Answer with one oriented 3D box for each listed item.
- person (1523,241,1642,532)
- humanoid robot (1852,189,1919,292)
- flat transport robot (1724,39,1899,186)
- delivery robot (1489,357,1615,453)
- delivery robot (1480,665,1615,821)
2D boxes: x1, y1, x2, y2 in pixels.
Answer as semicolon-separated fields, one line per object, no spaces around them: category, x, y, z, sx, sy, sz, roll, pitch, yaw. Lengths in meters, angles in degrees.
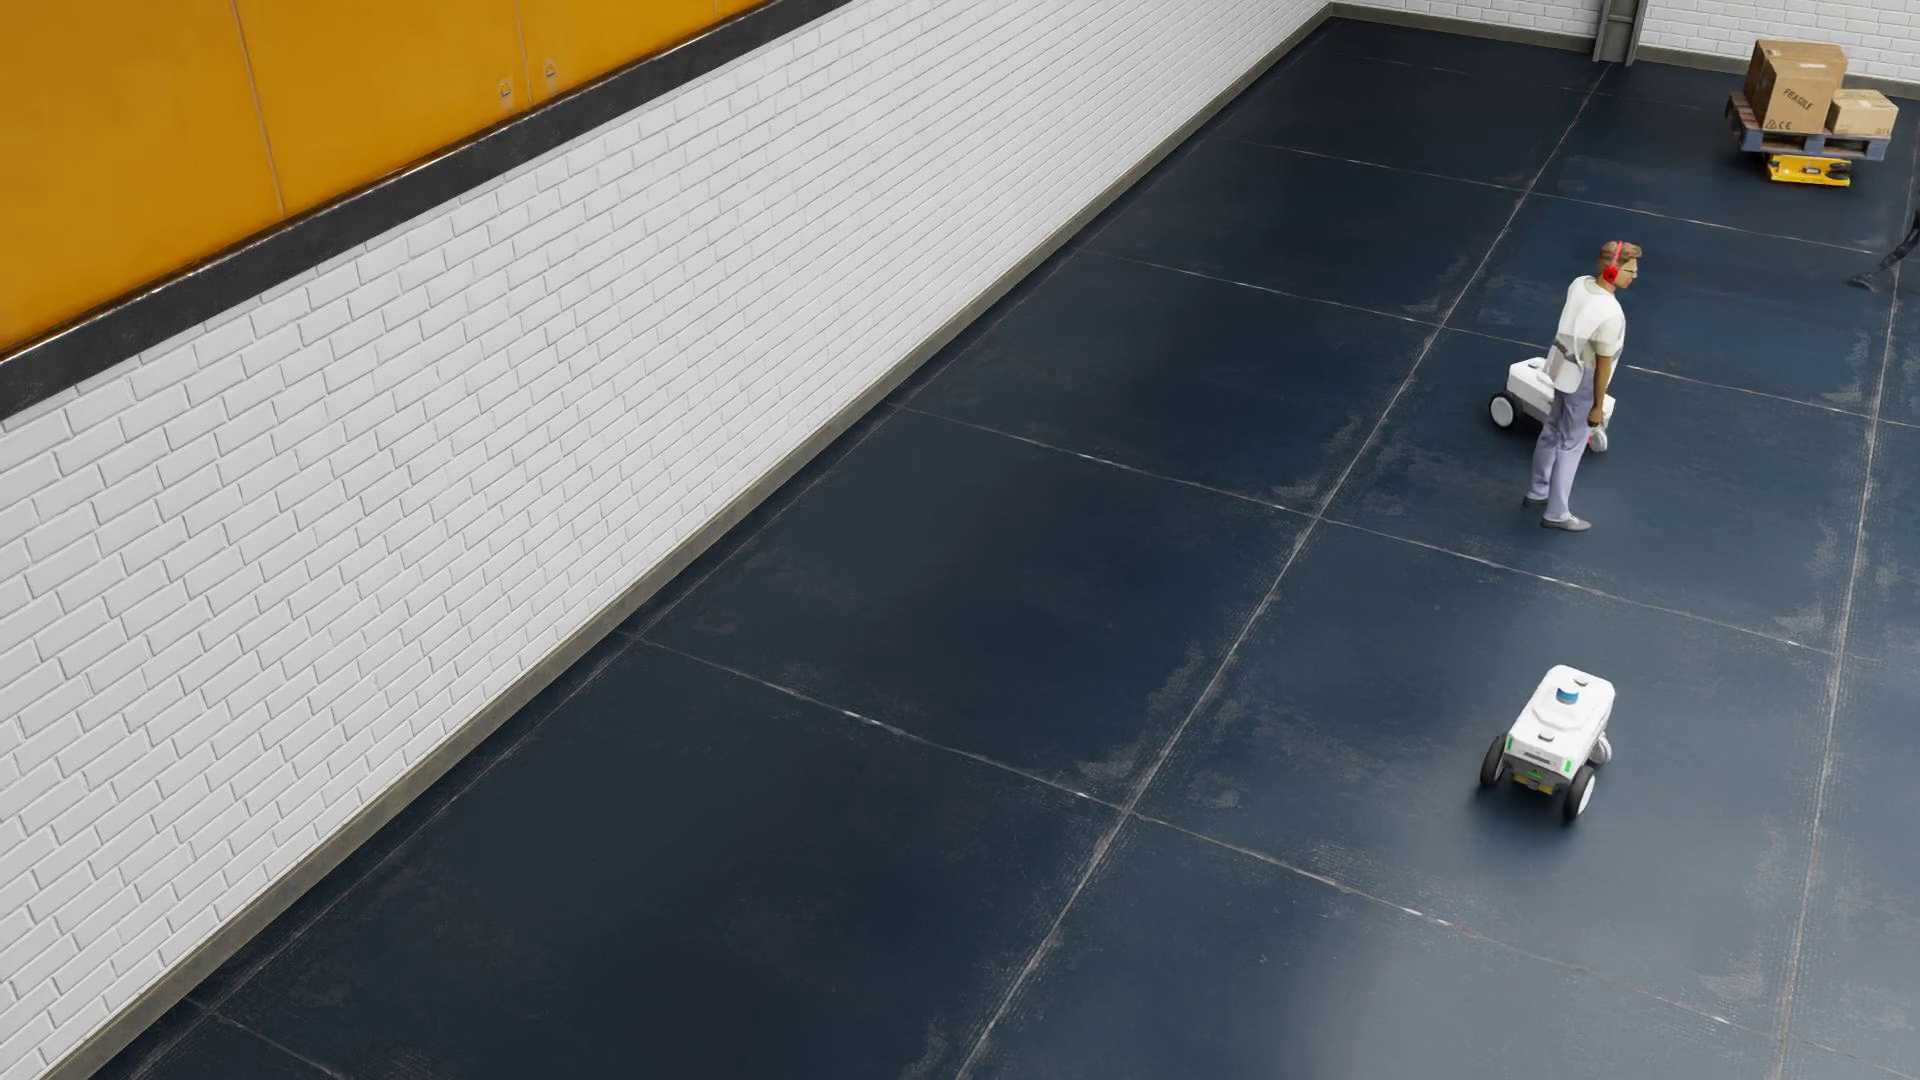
person;3.692;-0.924;9.942;0.392;1.841;0.562;-3;34;-4
humanoid robot;7.407;-2.597;12.617;0.760;1.631;0.611;20;39;27
flat transport robot;7.742;-3.627;15.373;0.659;0.231;1.431;7;35;11
delivery robot;3.969;-0.924;11.092;0.499;0.591;0.768;-16;37;-23
delivery robot;2.975;0.965;8.273;0.513;0.581;0.740;21;39;28
